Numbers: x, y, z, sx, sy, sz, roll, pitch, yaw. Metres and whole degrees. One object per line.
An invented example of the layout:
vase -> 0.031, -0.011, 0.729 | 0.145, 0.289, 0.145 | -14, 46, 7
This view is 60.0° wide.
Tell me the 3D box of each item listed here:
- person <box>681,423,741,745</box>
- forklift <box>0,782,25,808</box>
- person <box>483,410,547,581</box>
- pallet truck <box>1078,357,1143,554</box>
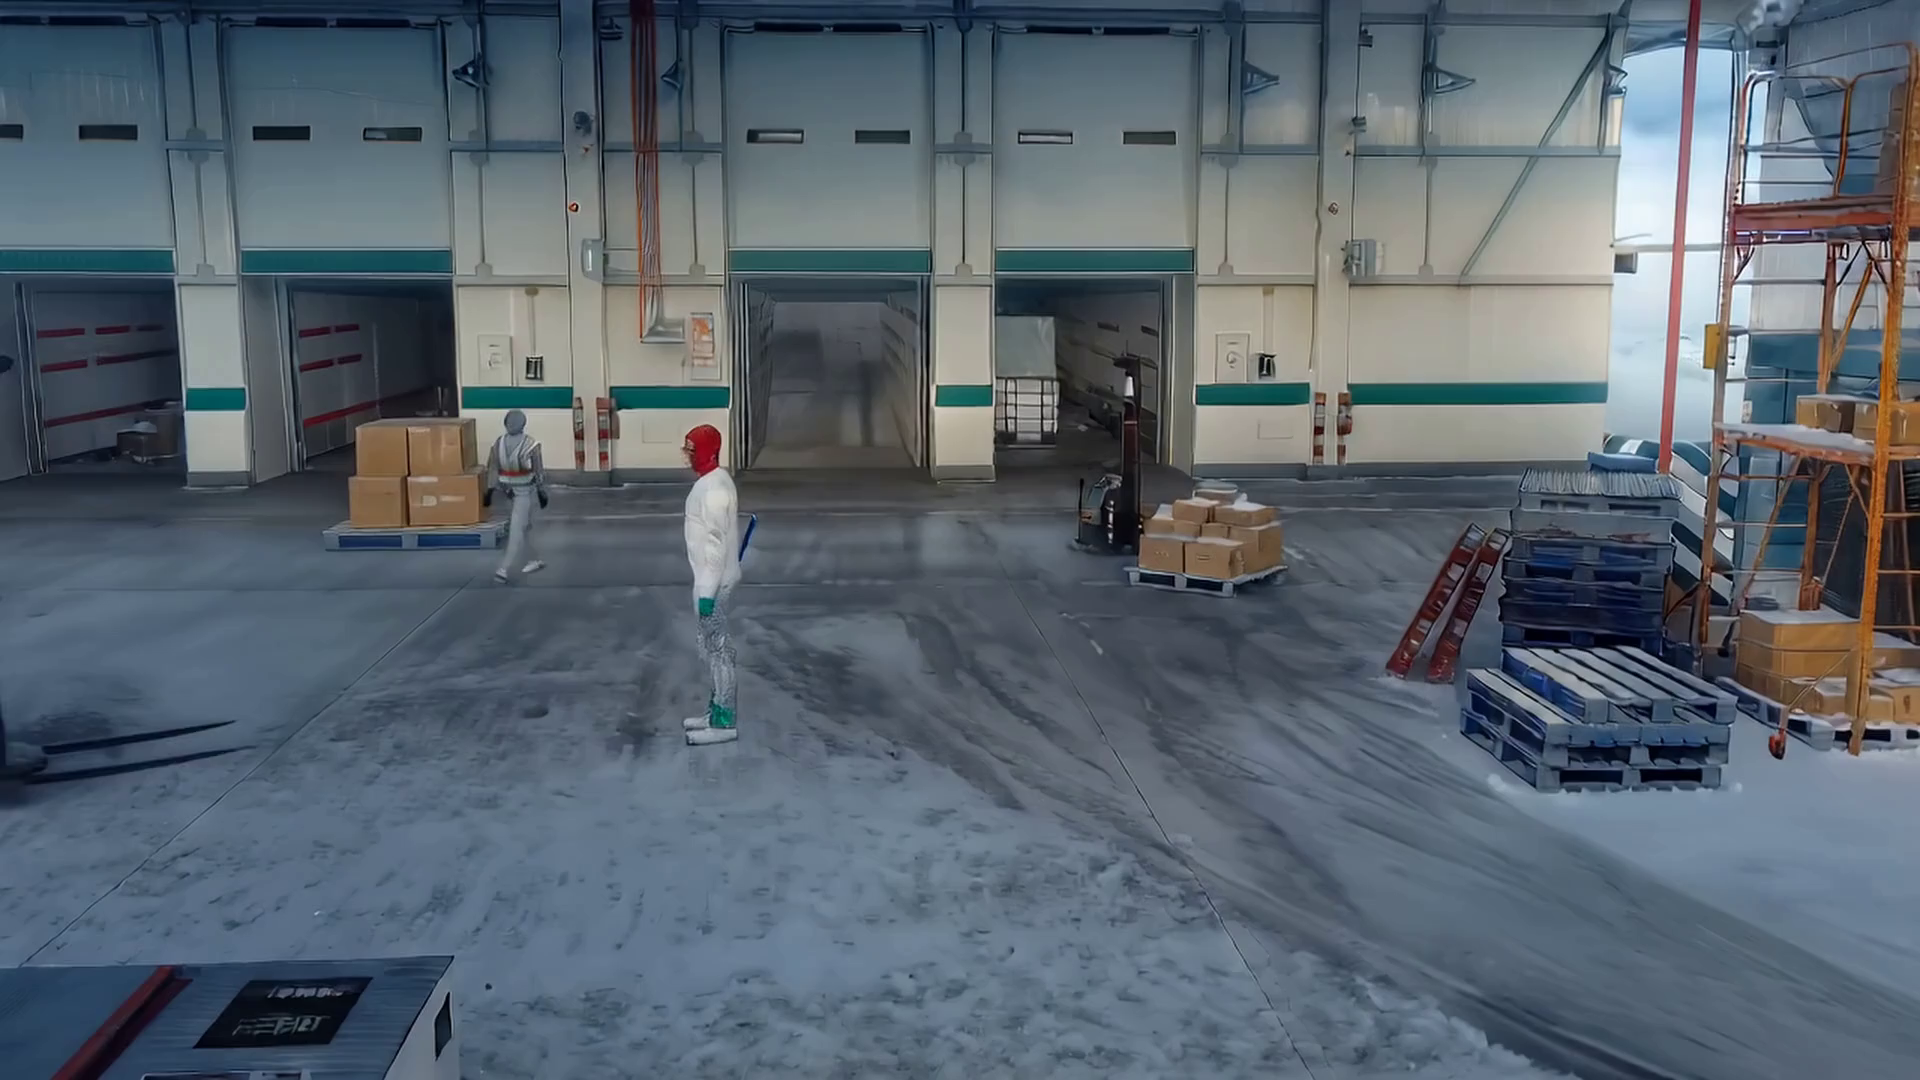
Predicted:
person -> -1.510, 0.263, 10.047 | 0.372, 1.940, 0.630 | -2, 9, -10
forklift -> -6.003, 0.041, 8.491 | 1.873, 2.768, 1.129 | -6, 11, -32
person -> -4.138, -0.426, 15.490 | 0.530, 1.577, 0.901 | 4, 10, 24
pallet truck -> 2.088, -0.836, 16.757 | 1.885, 1.965, 0.823 | 2, 9, 13
